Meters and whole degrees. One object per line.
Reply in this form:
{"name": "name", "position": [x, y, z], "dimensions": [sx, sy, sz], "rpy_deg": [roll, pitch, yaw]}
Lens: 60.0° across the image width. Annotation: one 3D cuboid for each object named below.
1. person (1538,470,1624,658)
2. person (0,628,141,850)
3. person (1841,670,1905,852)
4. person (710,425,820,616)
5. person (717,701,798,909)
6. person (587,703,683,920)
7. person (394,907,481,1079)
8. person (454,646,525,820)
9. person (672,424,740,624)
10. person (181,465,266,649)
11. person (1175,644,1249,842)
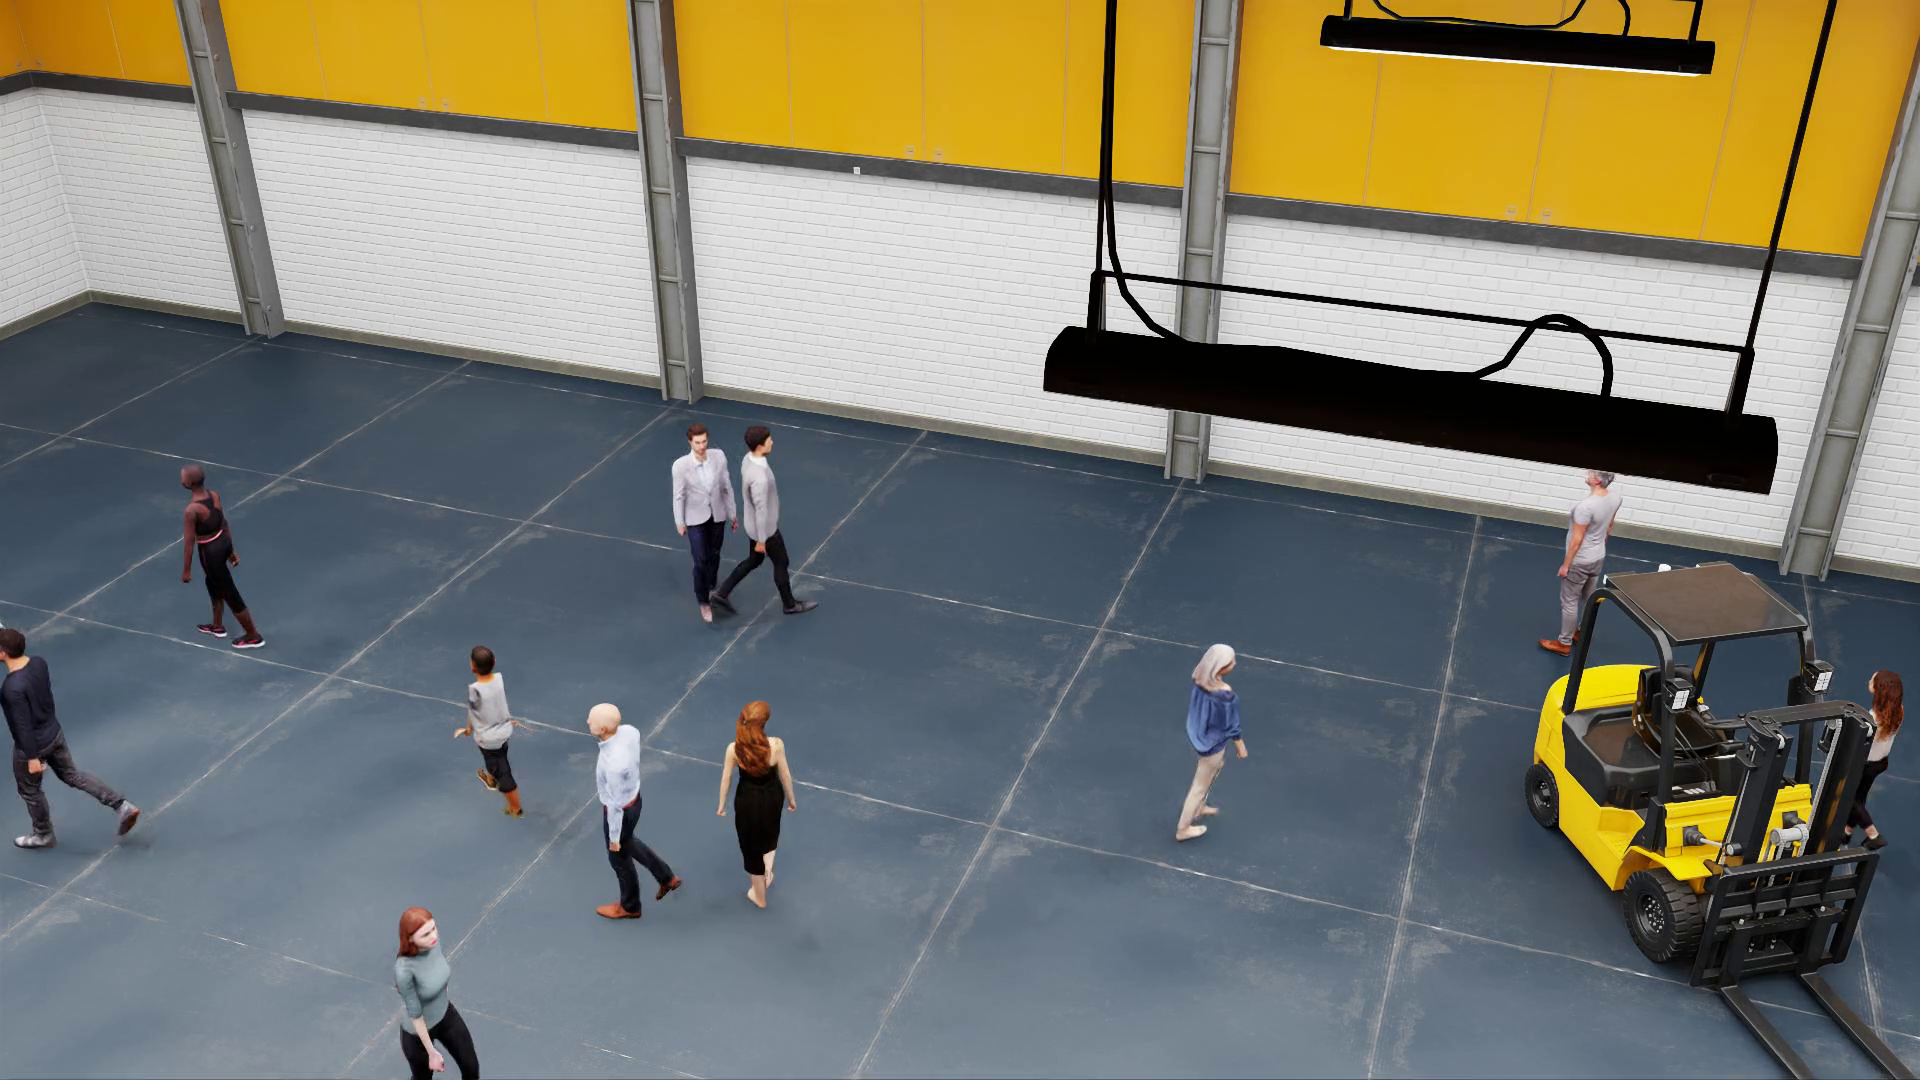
{"name": "person", "position": [5.354, 0.143, 14.228], "dimensions": [0.771, 1.835, 0.777], "rpy_deg": [-19, 34, -30]}
{"name": "person", "position": [-6.453, 1.442, 11.841], "dimensions": [1.255, 1.841, 0.919], "rpy_deg": [0, 29, 0]}
{"name": "person", "position": [6.566, 1.621, 11.894], "dimensions": [0.781, 1.475, 0.852], "rpy_deg": [-15, 32, -25]}
{"name": "person", "position": [-1.841, -0.137, 14.660], "dimensions": [1.334, 1.914, 1.204], "rpy_deg": [-9, 30, -16]}
{"name": "person", "position": [-1.347, 1.848, 11.341], "dimensions": [0.791, 1.606, 0.879], "rpy_deg": [-10, 30, -17]}
{"name": "person", "position": [-2.191, 1.839, 11.176], "dimensions": [0.935, 1.781, 0.814], "rpy_deg": [1, 29, 2]}
{"name": "person", "position": [-3.100, 2.784, 9.510], "dimensions": [0.838, 1.718, 0.602], "rpy_deg": [12, 31, 21]}
{"name": "person", "position": [-3.422, 1.412, 12.320], "dimensions": [0.993, 1.434, 0.779], "rpy_deg": [21, 35, 33]}
{"name": "person", "position": [-2.314, -0.241, 14.934], "dimensions": [0.898, 1.833, 0.965], "rpy_deg": [-17, 33, -28]}
{"name": "person", "position": [-6.296, 0.169, 14.280], "dimensions": [0.970, 1.739, 0.731], "rpy_deg": [3, 29, 5]}
{"name": "person", "position": [1.704, 1.488, 11.924], "dimensions": [0.853, 1.680, 0.793], "rpy_deg": [-13, 31, -23]}
